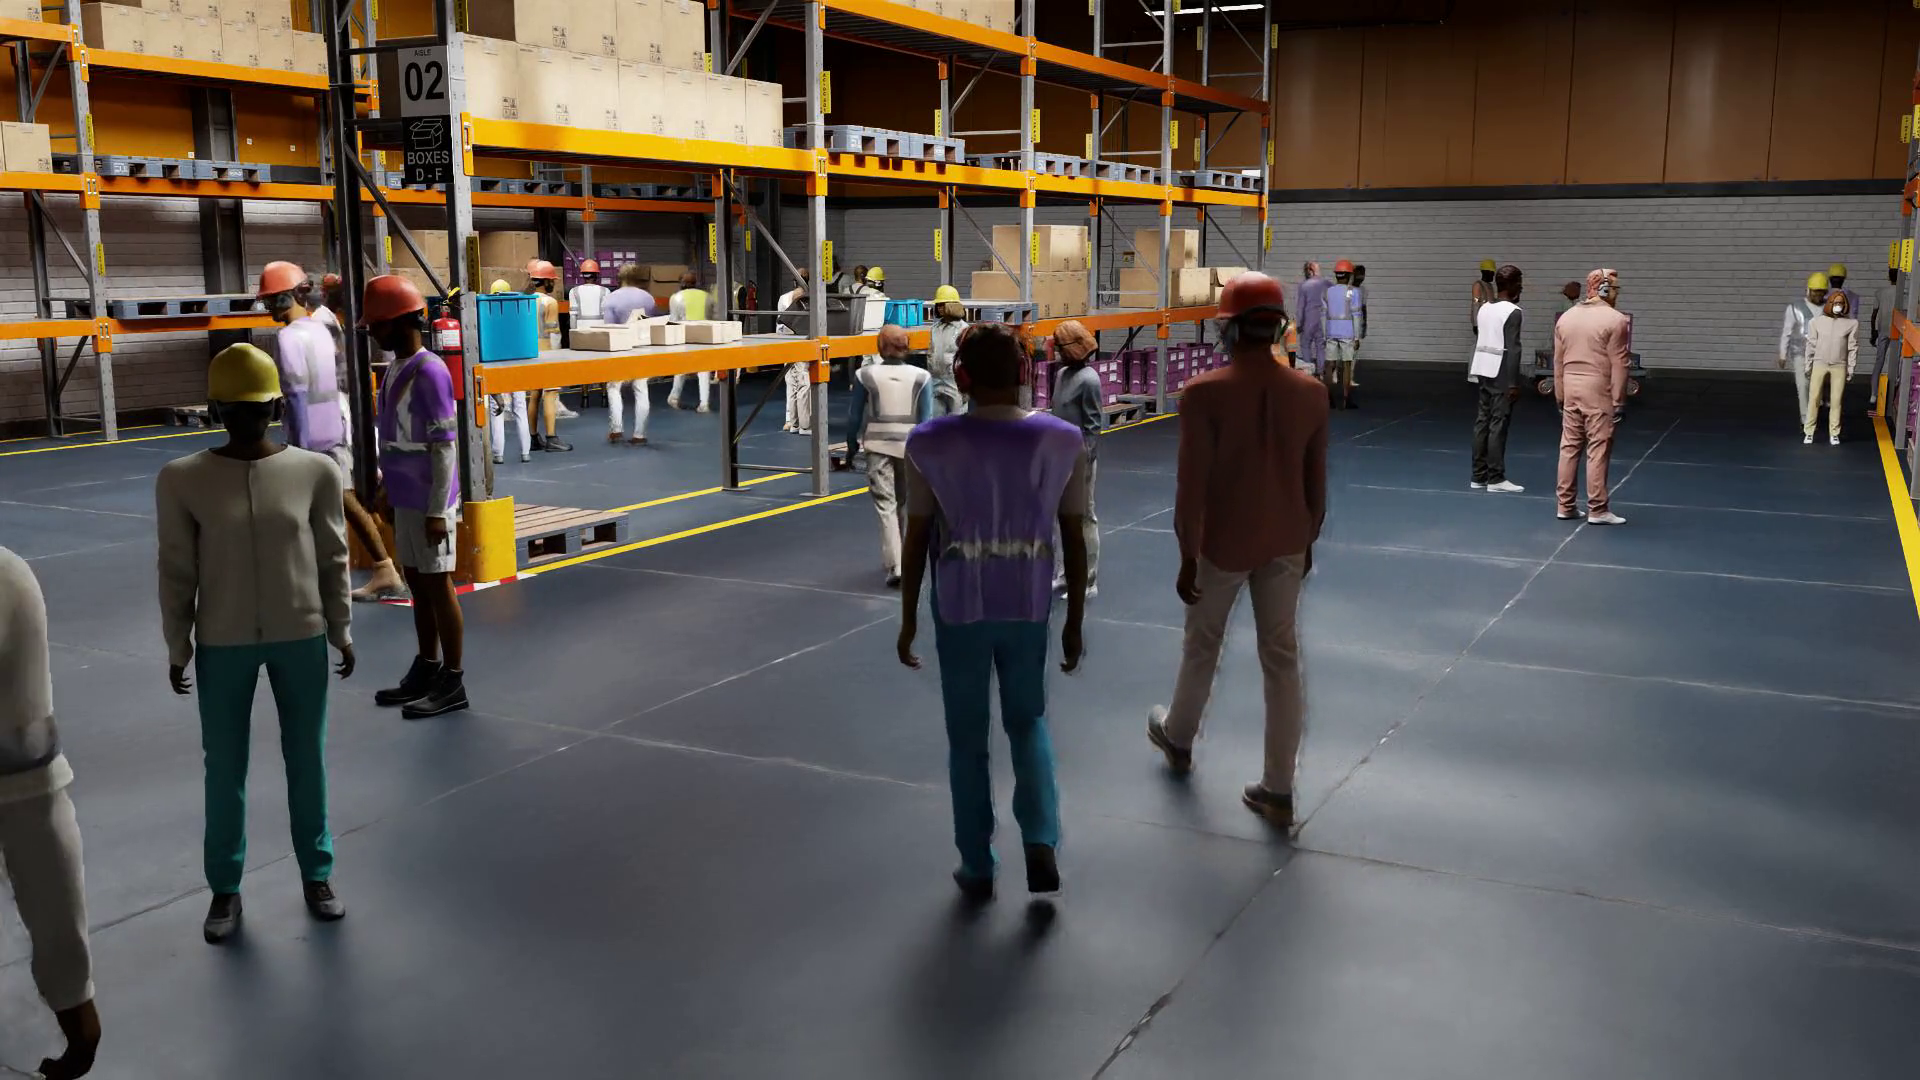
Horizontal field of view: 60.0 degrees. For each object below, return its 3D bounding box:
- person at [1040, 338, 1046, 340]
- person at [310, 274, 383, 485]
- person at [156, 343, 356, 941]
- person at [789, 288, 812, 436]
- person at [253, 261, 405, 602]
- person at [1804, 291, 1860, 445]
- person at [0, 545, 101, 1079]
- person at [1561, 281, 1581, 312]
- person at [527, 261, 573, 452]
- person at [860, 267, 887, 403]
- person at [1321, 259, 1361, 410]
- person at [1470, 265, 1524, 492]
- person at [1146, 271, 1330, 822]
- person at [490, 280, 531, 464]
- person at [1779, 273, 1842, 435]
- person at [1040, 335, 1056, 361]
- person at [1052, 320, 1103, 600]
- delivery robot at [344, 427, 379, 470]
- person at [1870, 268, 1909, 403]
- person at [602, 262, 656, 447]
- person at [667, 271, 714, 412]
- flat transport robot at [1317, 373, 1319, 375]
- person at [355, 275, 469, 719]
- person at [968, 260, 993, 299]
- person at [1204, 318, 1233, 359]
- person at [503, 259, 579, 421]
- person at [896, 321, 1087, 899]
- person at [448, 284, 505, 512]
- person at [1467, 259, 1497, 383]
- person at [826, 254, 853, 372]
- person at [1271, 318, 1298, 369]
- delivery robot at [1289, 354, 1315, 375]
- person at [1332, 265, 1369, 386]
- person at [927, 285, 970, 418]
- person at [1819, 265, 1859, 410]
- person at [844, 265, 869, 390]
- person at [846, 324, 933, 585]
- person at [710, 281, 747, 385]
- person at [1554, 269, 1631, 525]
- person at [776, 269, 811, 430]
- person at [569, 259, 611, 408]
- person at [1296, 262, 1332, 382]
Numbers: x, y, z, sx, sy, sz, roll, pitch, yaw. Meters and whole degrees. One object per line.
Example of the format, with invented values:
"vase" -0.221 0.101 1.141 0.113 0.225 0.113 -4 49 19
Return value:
"person" 1.495 -3.113 24.486 0.591 1.846 0.971 7 12 37
"person" -5.256 -1.319 14.074 0.961 1.833 0.610 -5 11 -25
"person" -2.071 0.300 4.937 0.533 1.765 0.330 -5 11 -27
"person" -1.753 -1.977 18.481 0.308 1.641 0.510 -5 11 -27
"person" -3.750 -0.603 9.571 1.096 1.975 0.620 0 10 3
"person" 9.198 -1.813 17.582 0.499 1.629 0.271 4 11 22
"person" -1.576 0.636 2.310 0.623 1.992 0.654 -1 10 -4
"person" 8.917 -3.024 24.631 0.689 1.611 0.518 2 10 13
"person" -4.231 -1.863 16.955 0.547 1.938 0.379 8 13 38
"person" -1.134 -2.728 22.268 0.404 1.834 0.591 -8 13 -39
"person" 4.937 -2.653 21.539 0.544 1.937 0.358 8 12 38
"person" 4.573 -1.371 14.167 0.394 1.919 0.590 -2 10 -12
"person" 1.038 -0.009 6.185 0.659 1.942 0.996 -3 10 -14
"person" -4.388 -1.613 16.007 0.528 1.767 0.329 -5 11 -25
"person" 9.523 -2.059 18.521 0.627 1.785 0.747 2 10 9
"person" 1.357 -2.687 22.242 0.559 1.750 0.410 4 11 23
"person" 0.660 -0.467 9.755 0.279 1.633 0.498 -4 11 -22
"delivery robot" -5.396 -0.880 14.993 0.477 0.478 0.707 -2 10 -14
"person" 12.514 -2.760 22.351 0.311 1.869 0.534 -6 12 -33
"person" -3.507 -1.943 17.482 0.627 1.915 0.663 -7 12 -36
"person" -3.463 -2.543 21.333 0.628 1.789 0.967 -5 11 -28
"flat transport robot" 4.719 -2.470 25.292 0.652 0.197 1.431 -8 13 -39
"person" -2.394 -0.184 7.273 0.384 1.927 0.544 -7 12 -36
"person" 0.368 -2.989 23.525 0.633 1.915 0.598 5 11 28
"person" 4.125 -3.389 26.268 0.933 1.772 0.674 -9 13 -41
"person" -5.183 -2.406 20.077 0.996 1.953 0.637 -3 10 -18
"person" 0.103 0.241 5.138 0.569 1.821 0.429 -2 10 -12
"person" -3.843 -1.149 13.026 0.535 1.868 0.309 -3 10 -16
"person" 8.179 -3.414 25.966 0.384 1.925 0.593 8 12 38
"person" -2.194 -3.839 28.102 0.703 2.000 0.588 5 11 28
"person" 2.966 -1.575 16.011 0.544 1.692 0.318 2 10 14
"delivery robot" 4.841 -2.454 24.107 0.477 0.478 0.707 9 13 42
"person" 5.940 -3.268 25.376 0.576 1.841 0.518 -4 11 -22
"person" -0.105 -1.327 14.415 0.494 1.743 0.303 8 13 40
"person" 11.267 -2.616 21.519 0.586 1.877 0.988 5 11 25
"person" -1.455 -3.103 24.427 0.506 1.839 0.343 6 11 31
"person" -0.425 -0.530 10.281 0.532 1.597 0.870 -2 10 -13
"person" -3.596 -3.305 25.585 0.627 1.844 0.429 3 10 16
"person" 4.749 -1.068 12.459 0.401 1.905 0.642 -5 11 -26
"person" -1.790 -2.164 18.982 0.626 1.844 0.429 0 10 2
"person" -4.806 -2.681 21.700 0.553 1.934 0.356 -2 10 -11
"person" 5.588 -3.423 26.165 0.757 1.882 0.577 -3 10 -19
